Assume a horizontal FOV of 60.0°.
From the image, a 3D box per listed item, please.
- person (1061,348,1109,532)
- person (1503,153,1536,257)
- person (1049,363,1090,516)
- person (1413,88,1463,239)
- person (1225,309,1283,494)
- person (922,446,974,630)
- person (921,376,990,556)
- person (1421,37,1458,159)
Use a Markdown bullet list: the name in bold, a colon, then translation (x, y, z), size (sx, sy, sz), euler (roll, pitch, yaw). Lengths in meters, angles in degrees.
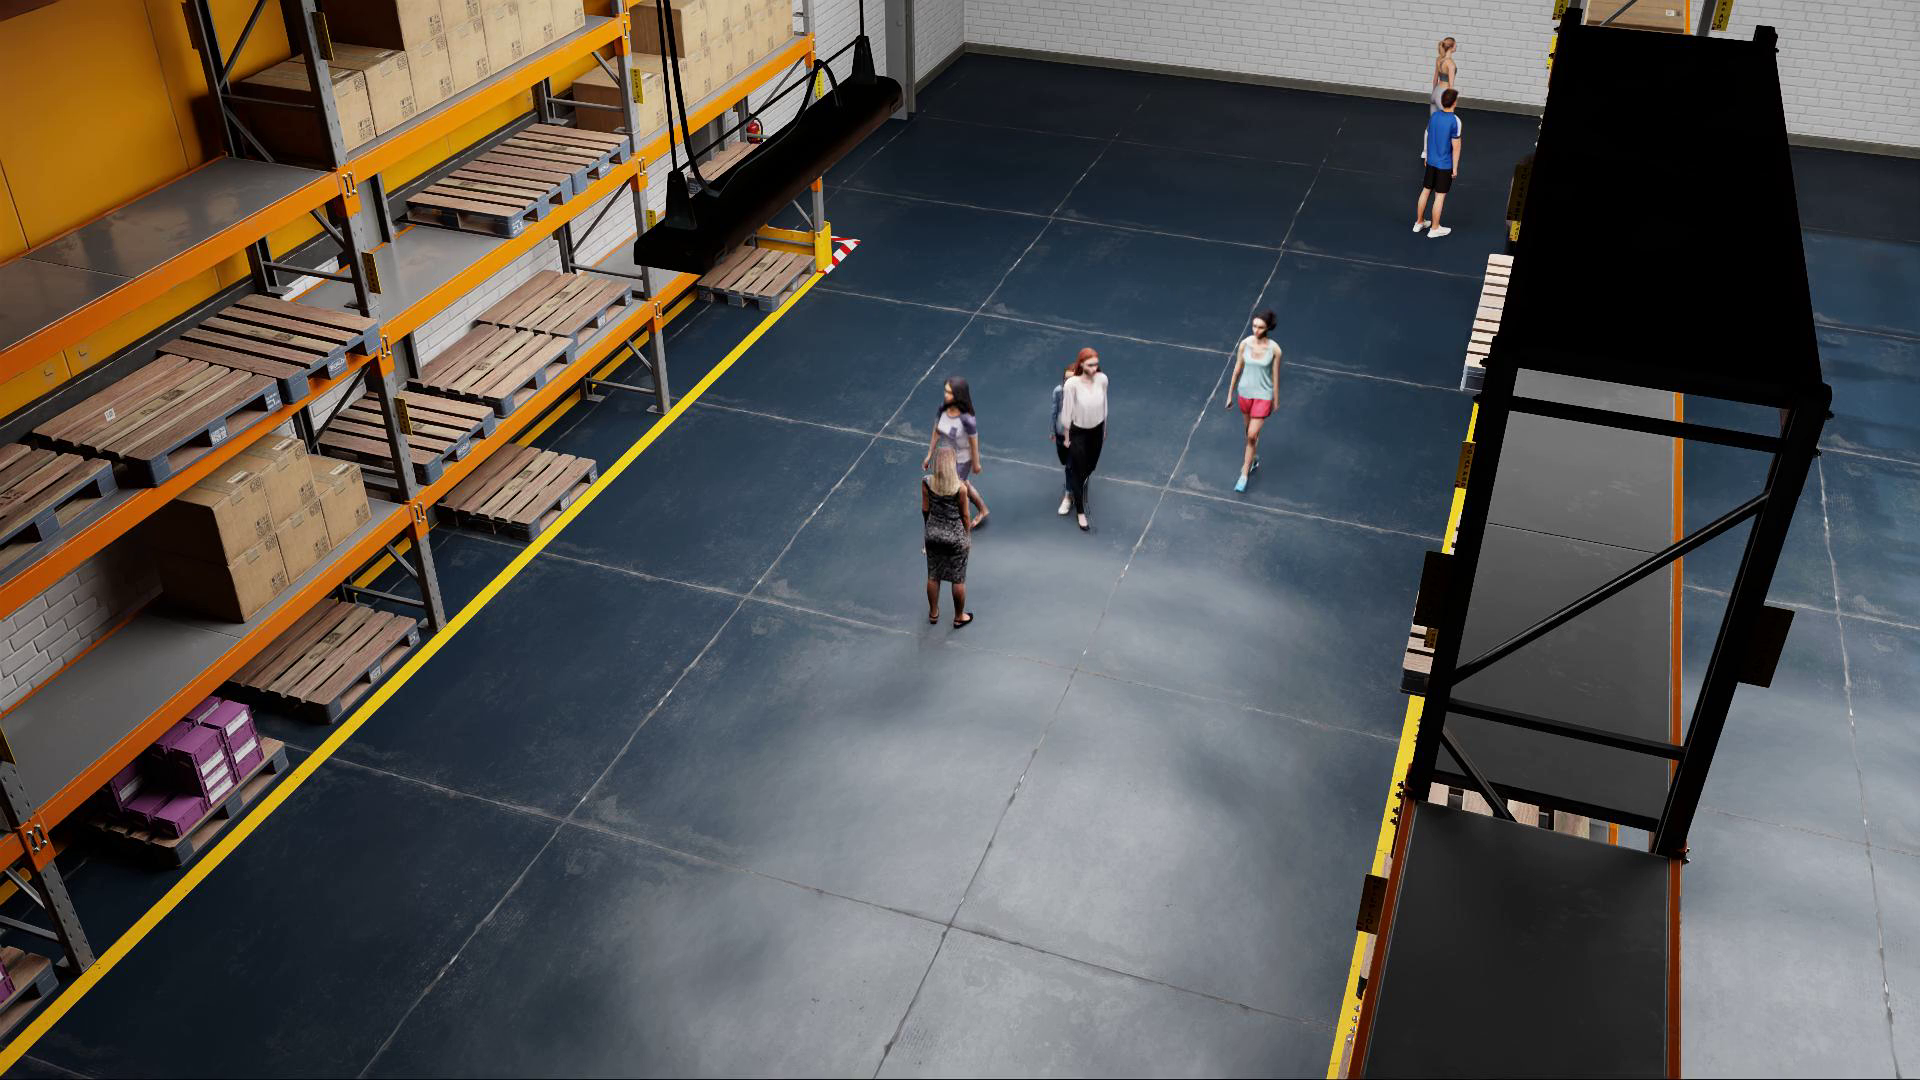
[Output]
- **person**: translation (1.122, -0.979, 15.166), size (0.871, 1.757, 0.930), euler (-15, 36, -21)
- **person**: translation (6.418, -3.585, 19.079), size (0.762, 1.766, 0.694), euler (17, 37, 24)
- **person**: translation (1.066, -1.001, 15.478), size (0.665, 1.449, 0.976), euler (17, 37, 24)
- **person**: translation (5.962, -4.706, 20.675), size (0.755, 1.865, 0.738), euler (-23, 40, -31)
- **person**: translation (2.836, -1.387, 15.794), size (0.732, 1.741, 0.991), euler (19, 38, 26)
- **person**: translation (-0.120, -0.015, 13.764), size (0.563, 1.704, 0.493), euler (13, 36, 18)
- **person**: translation (0.034, -0.729, 14.873), size (1.180, 1.664, 0.979), euler (-25, 41, -32)
- **person**: translation (6.608, -6.061, 22.861), size (0.722, 1.703, 0.654), euler (-12, 35, -17)
